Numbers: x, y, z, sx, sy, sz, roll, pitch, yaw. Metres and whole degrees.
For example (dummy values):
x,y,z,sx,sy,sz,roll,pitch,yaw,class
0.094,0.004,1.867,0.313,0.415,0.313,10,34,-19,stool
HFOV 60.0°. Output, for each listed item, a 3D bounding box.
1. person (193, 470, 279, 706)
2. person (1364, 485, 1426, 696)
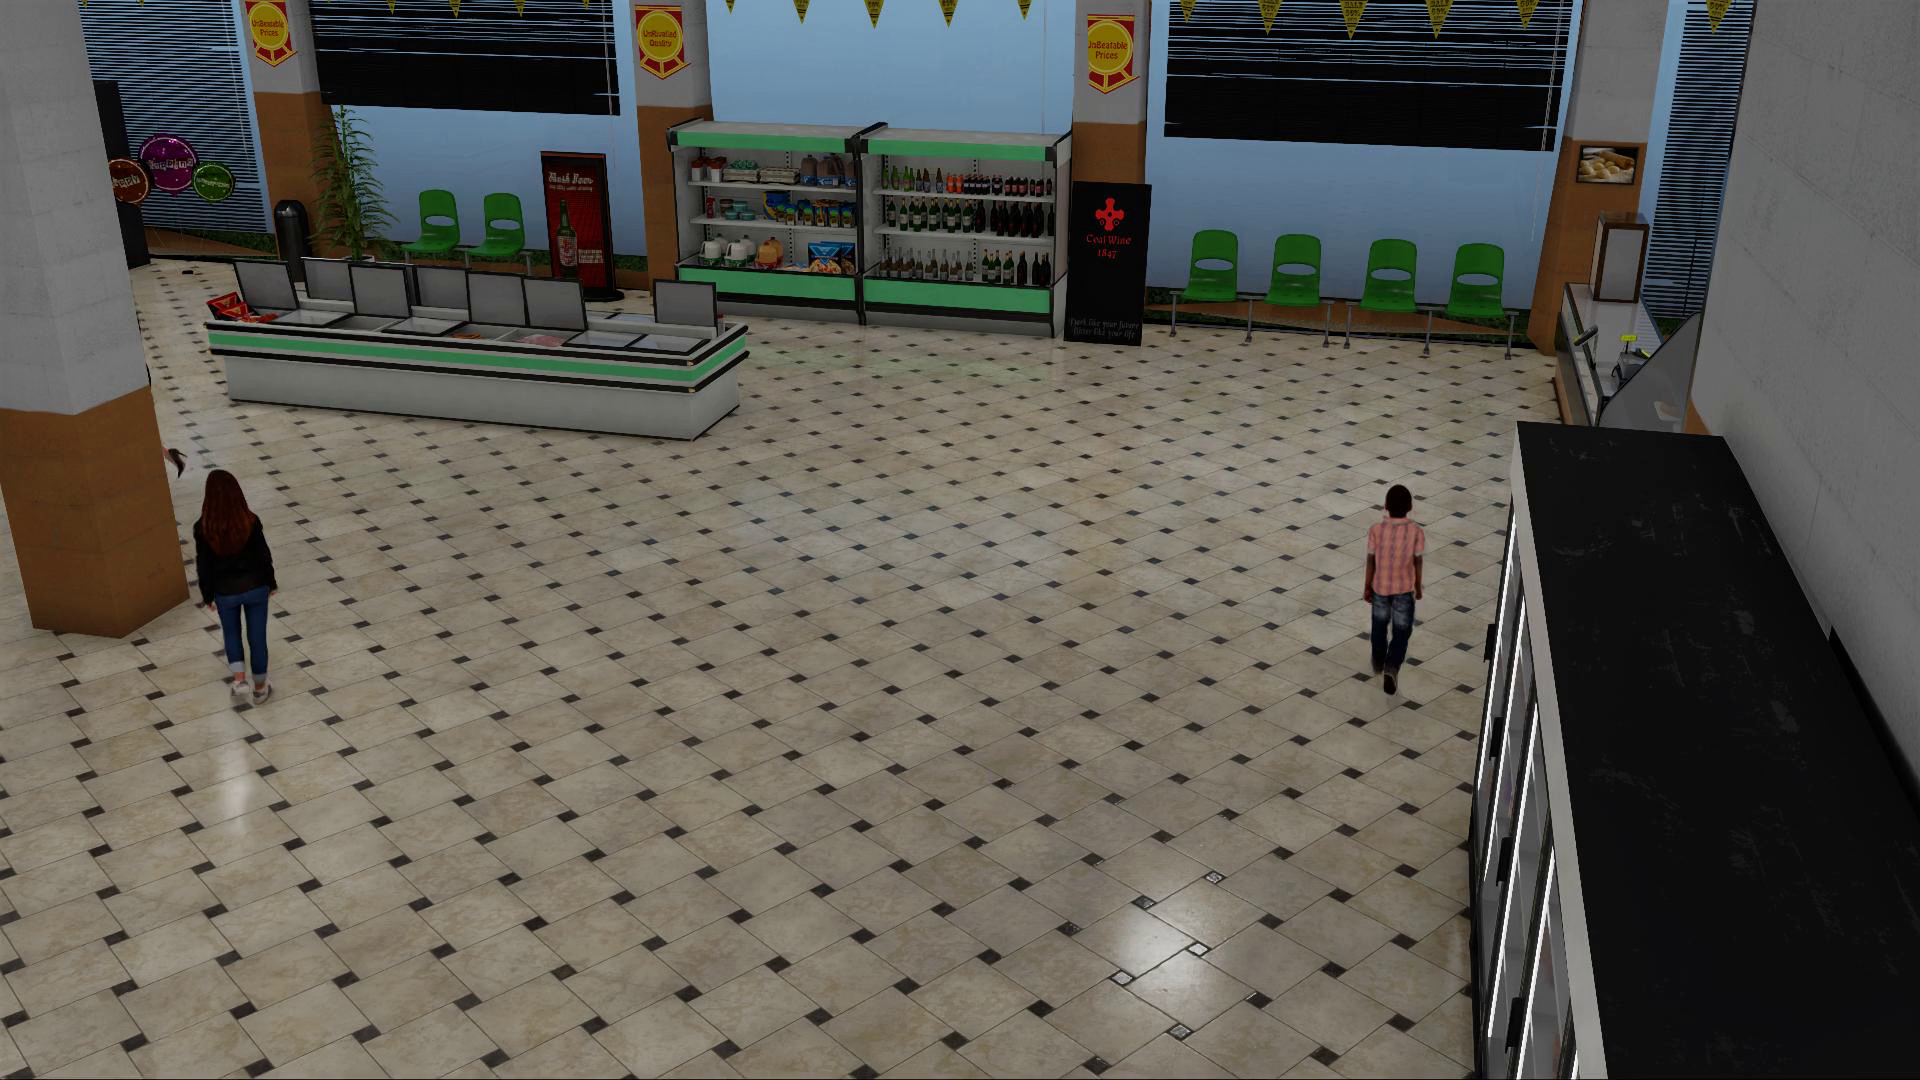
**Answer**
x,y,z,sx,sy,sz,roll,pitch,yaw,class
-4.292,0.311,9.910,0.629,1.473,0.718,-8,23,-19,person
2.650,0.305,10.171,0.803,1.290,0.604,7,23,17,person
